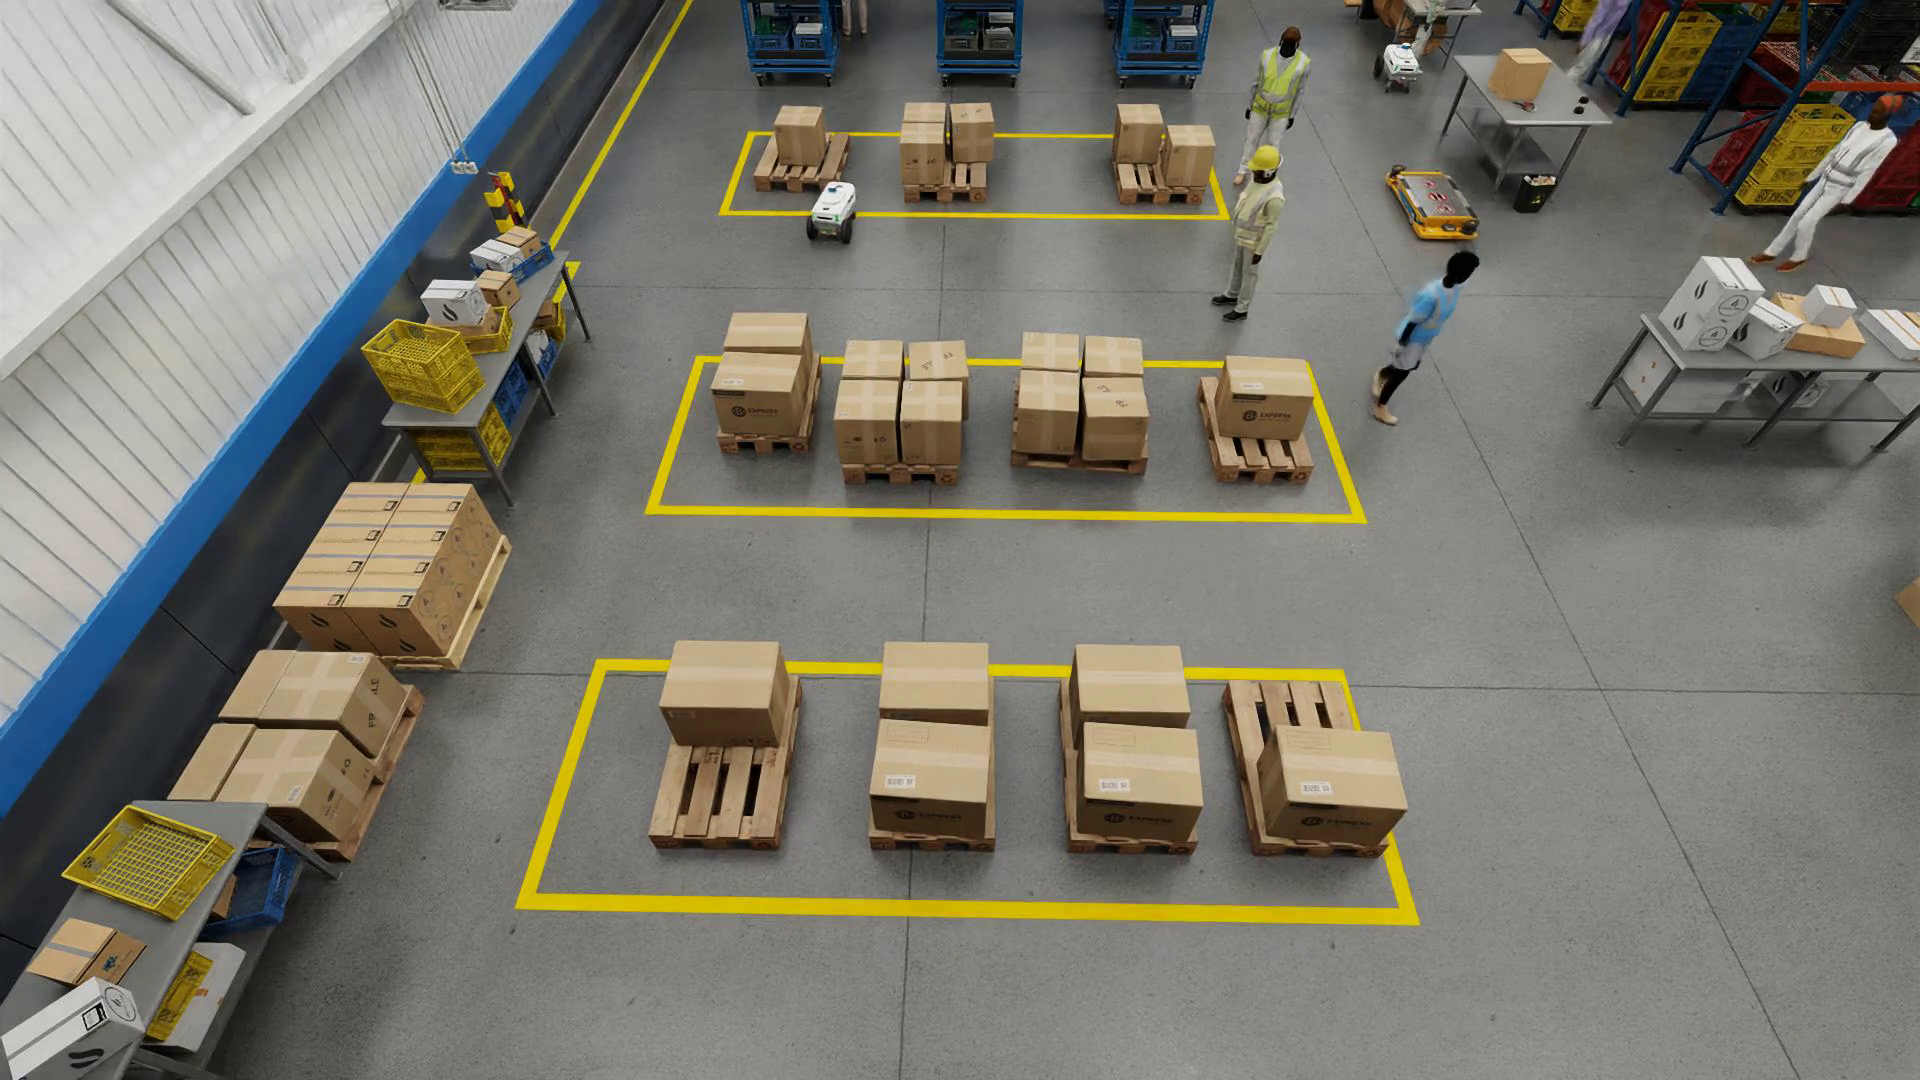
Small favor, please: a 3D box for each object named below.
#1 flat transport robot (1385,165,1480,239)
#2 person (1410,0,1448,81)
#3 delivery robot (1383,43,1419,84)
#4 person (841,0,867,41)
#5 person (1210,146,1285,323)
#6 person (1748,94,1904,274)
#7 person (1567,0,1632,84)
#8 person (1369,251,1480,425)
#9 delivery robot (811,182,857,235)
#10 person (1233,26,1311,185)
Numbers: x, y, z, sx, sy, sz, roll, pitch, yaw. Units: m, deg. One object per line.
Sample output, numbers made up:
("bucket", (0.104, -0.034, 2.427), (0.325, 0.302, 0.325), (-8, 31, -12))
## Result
("flat transport robot", (5.692, -4.094, 11.059), (0.652, 0.197, 1.431), (1, 49, 1))
("person", (6.740, -7.469, 13.088), (0.319, 1.630, 0.522), (29, 55, 23))
("delivery robot", (6.376, -6.918, 13.257), (0.477, 0.478, 0.707), (4, 49, 3))
("person", (-1.648, -8.711, 13.936), (0.628, 1.980, 0.411), (-18, 52, -15))
("person", (2.888, -3.023, 9.114), (0.404, 1.819, 0.591), (-6, 49, -6))
("person", (9.180, -3.727, 9.684), (0.451, 1.877, 0.604), (5, 49, 4))
("person", (8.548, -6.737, 12.260), (0.638, 1.926, 0.397), (-30, 56, -23))
("person", (4.062, -1.872, 8.219), (0.573, 1.655, 0.536), (-29, 55, -23))
("delivery robot", (-1.458, -3.887, 10.633), (0.477, 0.478, 0.707), (10, 50, 8))
("person", (3.709, -5.116, 10.911), (0.626, 1.846, 0.429), (19, 52, 16))
